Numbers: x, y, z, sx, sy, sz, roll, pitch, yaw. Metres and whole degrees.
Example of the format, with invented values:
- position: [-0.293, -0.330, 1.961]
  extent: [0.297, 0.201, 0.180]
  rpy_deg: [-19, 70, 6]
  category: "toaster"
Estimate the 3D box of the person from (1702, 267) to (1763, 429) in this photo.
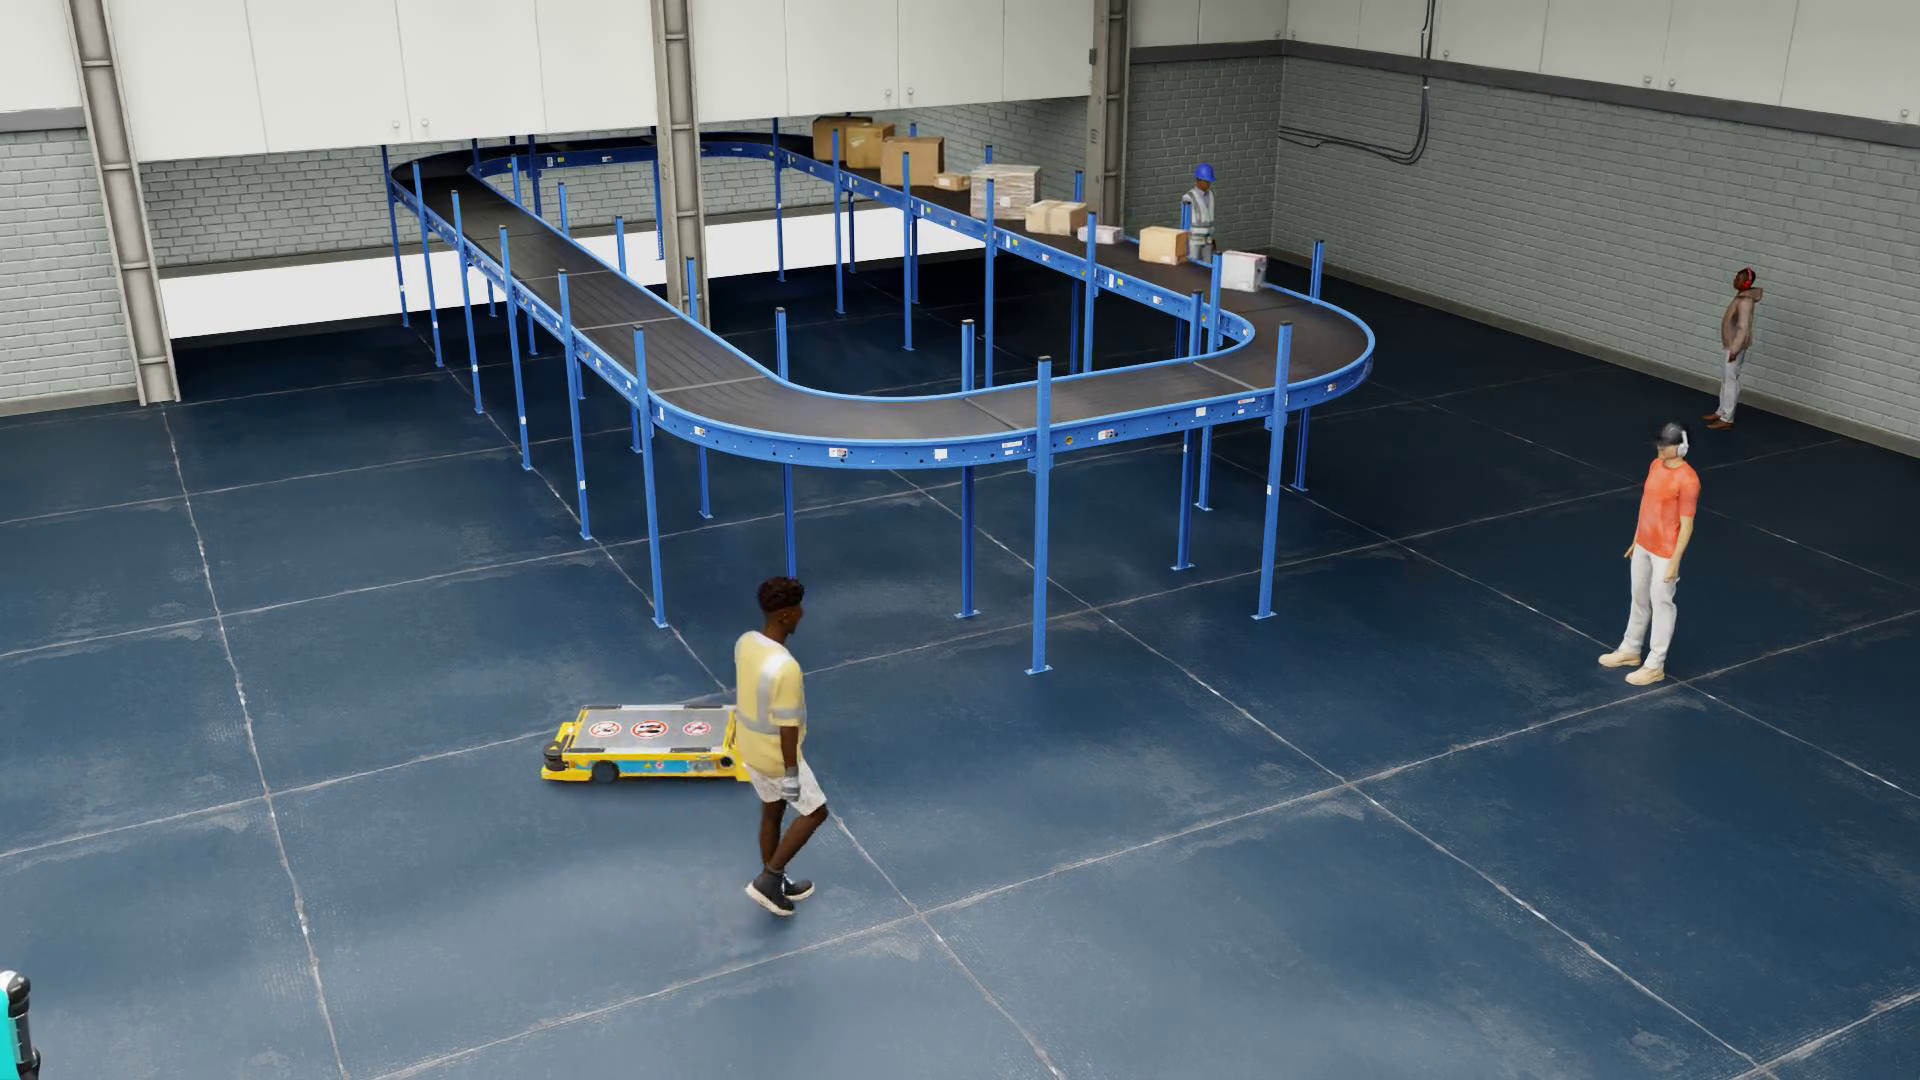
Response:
- position: [7.838, -1.939, 16.819]
  extent: [0.330, 1.651, 0.470]
  rpy_deg: [7, 23, 16]
  category: "person"

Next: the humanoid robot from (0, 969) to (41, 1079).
- position: [-3.793, 2.251, 6.230]
  extent: [0.729, 1.701, 0.530]
  rpy_deg: [7, 23, 17]
  category: "humanoid robot"

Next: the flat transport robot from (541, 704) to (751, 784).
- position: [-1.898, 1.303, 10.654]
  extent: [1.431, 0.231, 0.659]
  rpy_deg: [0, 22, 0]
  category: "flat transport robot"

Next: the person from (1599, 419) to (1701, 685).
- position: [4.799, 0.078, 11.495]
  extent: [0.398, 1.912, 0.474]
  rpy_deg: [-5, 23, -13]
  category: "person"

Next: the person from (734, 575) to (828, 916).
- position: [-0.965, 1.111, 8.893]
  extent: [0.428, 1.941, 0.637]
  rpy_deg: [-13, 26, -30]
  category: "person"

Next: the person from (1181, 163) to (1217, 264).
- position: [3.026, -3.789, 21.025]
  extent: [0.619, 1.933, 0.415]
  rpy_deg: [-19, 29, -38]
  category: "person"
